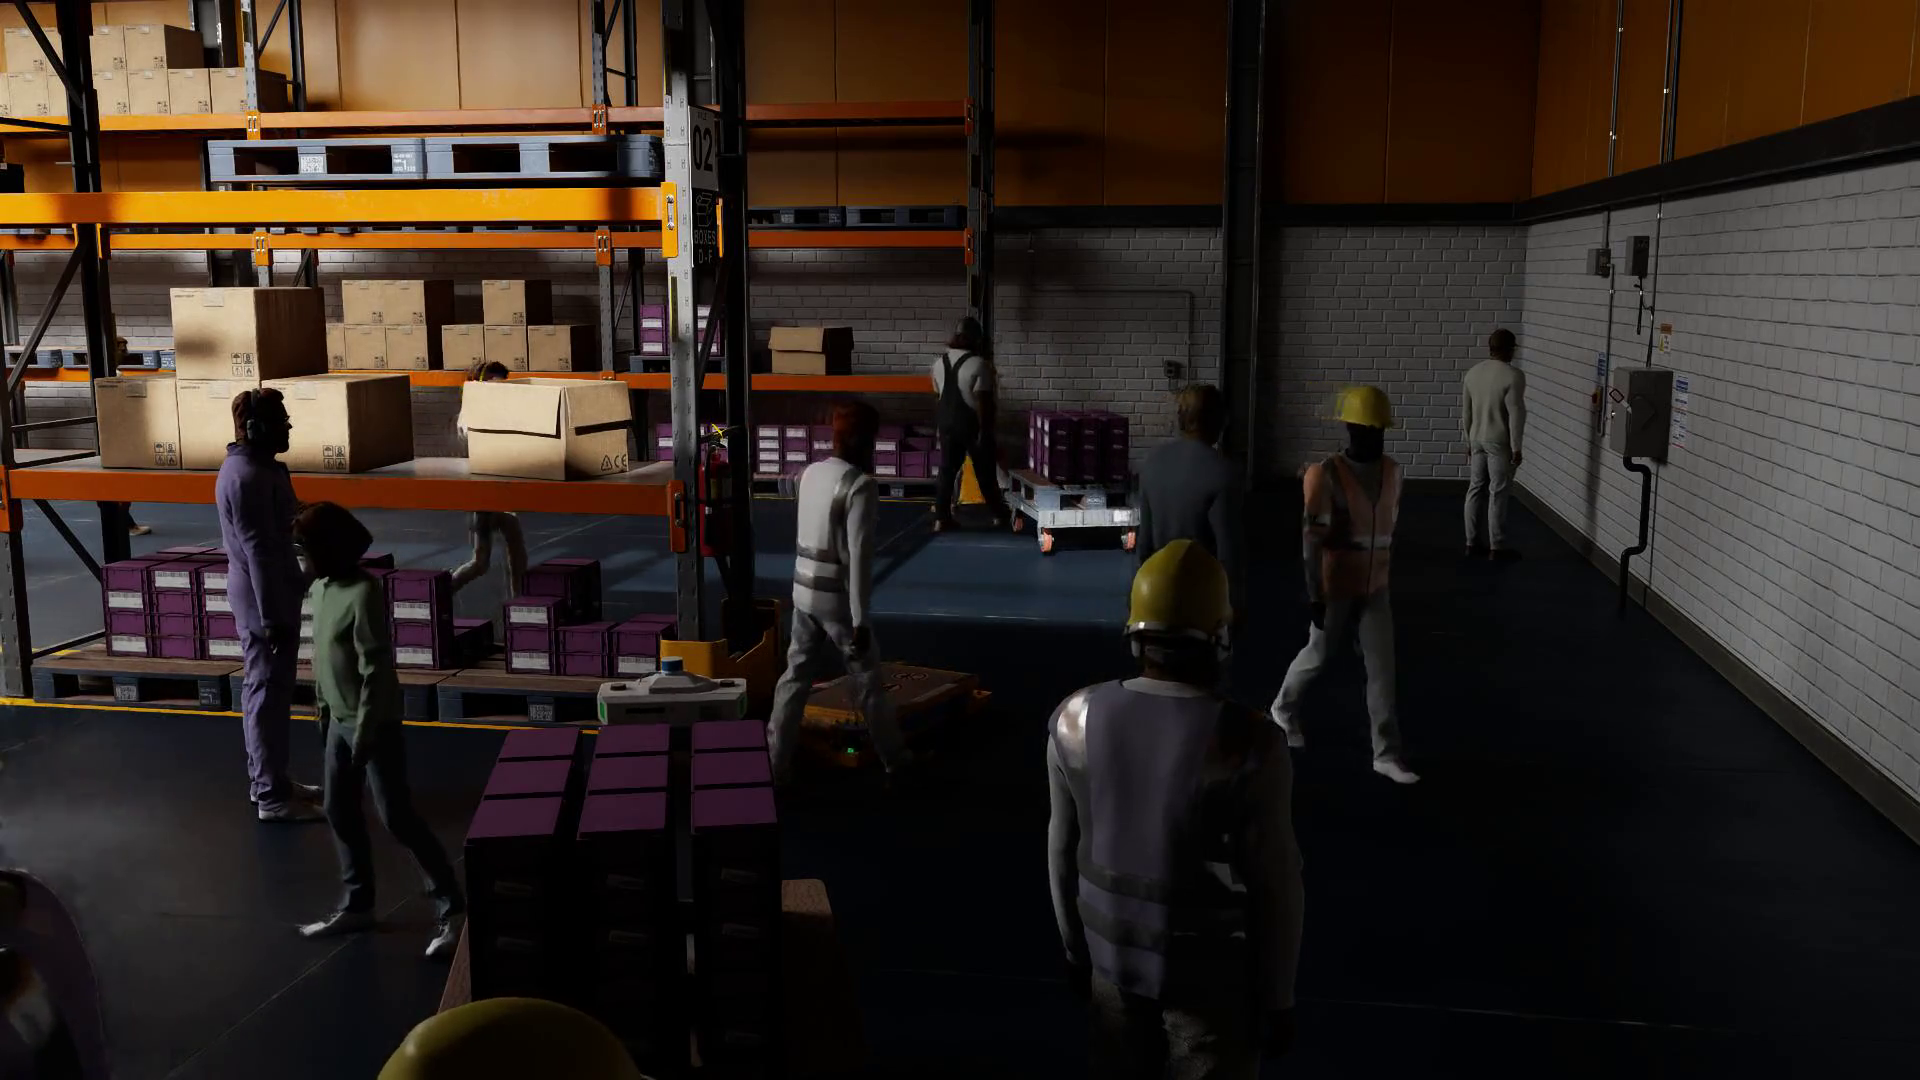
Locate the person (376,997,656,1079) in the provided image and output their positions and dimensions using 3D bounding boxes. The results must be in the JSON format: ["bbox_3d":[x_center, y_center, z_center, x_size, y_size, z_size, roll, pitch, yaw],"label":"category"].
[{"bbox_3d":[-0.353,1.265,1.487,0.600,1.827,0.403,7,11,36],"label":"person"}]

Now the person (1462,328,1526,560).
[{"bbox_3d":[4.483,-0.802,13.978,0.374,1.939,0.629,-5,10,-28],"label":"person"}]

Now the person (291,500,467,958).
[{"bbox_3d":[-2.064,0.662,5.895,0.464,1.615,0.692,-9,13,-44],"label":"person"}]

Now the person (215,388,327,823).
[{"bbox_3d":[-3.024,0.285,7.334,0.410,1.909,0.643,-5,10,-26],"label":"person"}]

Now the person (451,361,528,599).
[{"bbox_3d":[-3.096,-0.241,10.818,0.854,1.849,0.523,3,10,17],"label":"person"}]

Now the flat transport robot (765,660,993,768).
[{"bbox_3d":[-0.438,0.881,8.694,0.652,0.197,1.431,5,10,28],"label":"flat transport robot"}]

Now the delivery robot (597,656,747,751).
[{"bbox_3d":[-1.381,0.804,8.005,0.707,0.478,0.477,-1,9,-7],"label":"delivery robot"}]

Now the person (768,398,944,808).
[{"bbox_3d":[-0.517,0.278,7.570,0.970,1.831,0.665,-8,12,-41],"label":"person"}]

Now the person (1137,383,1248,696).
[{"bbox_3d":[1.004,0.237,7.621,0.701,1.913,0.643,-6,11,-34],"label":"person"}]

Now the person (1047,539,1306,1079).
[{"bbox_3d":[0.483,0.909,3.677,0.597,1.836,0.404,6,11,34],"label":"person"}]

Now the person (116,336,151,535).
[{"bbox_3d":[-7.720,-0.953,15.223,0.506,1.841,0.344,9,13,43],"label":"person"}]

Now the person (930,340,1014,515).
[{"bbox_3d":[0.190,-1.122,16.409,0.912,1.803,0.639,4,10,25],"label":"person"}]

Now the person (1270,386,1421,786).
[{"bbox_3d":[1.866,0.175,8.113,0.599,1.881,0.996,-4,10,-25],"label":"person"}]

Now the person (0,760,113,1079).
[{"bbox_3d":[-1.416,1.112,2.250,0.947,1.880,0.604,-5,11,-29],"label":"person"}]

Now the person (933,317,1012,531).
[{"bbox_3d":[0.111,-1.116,15.606,0.692,2.000,0.919,8,12,41],"label":"person"}]
